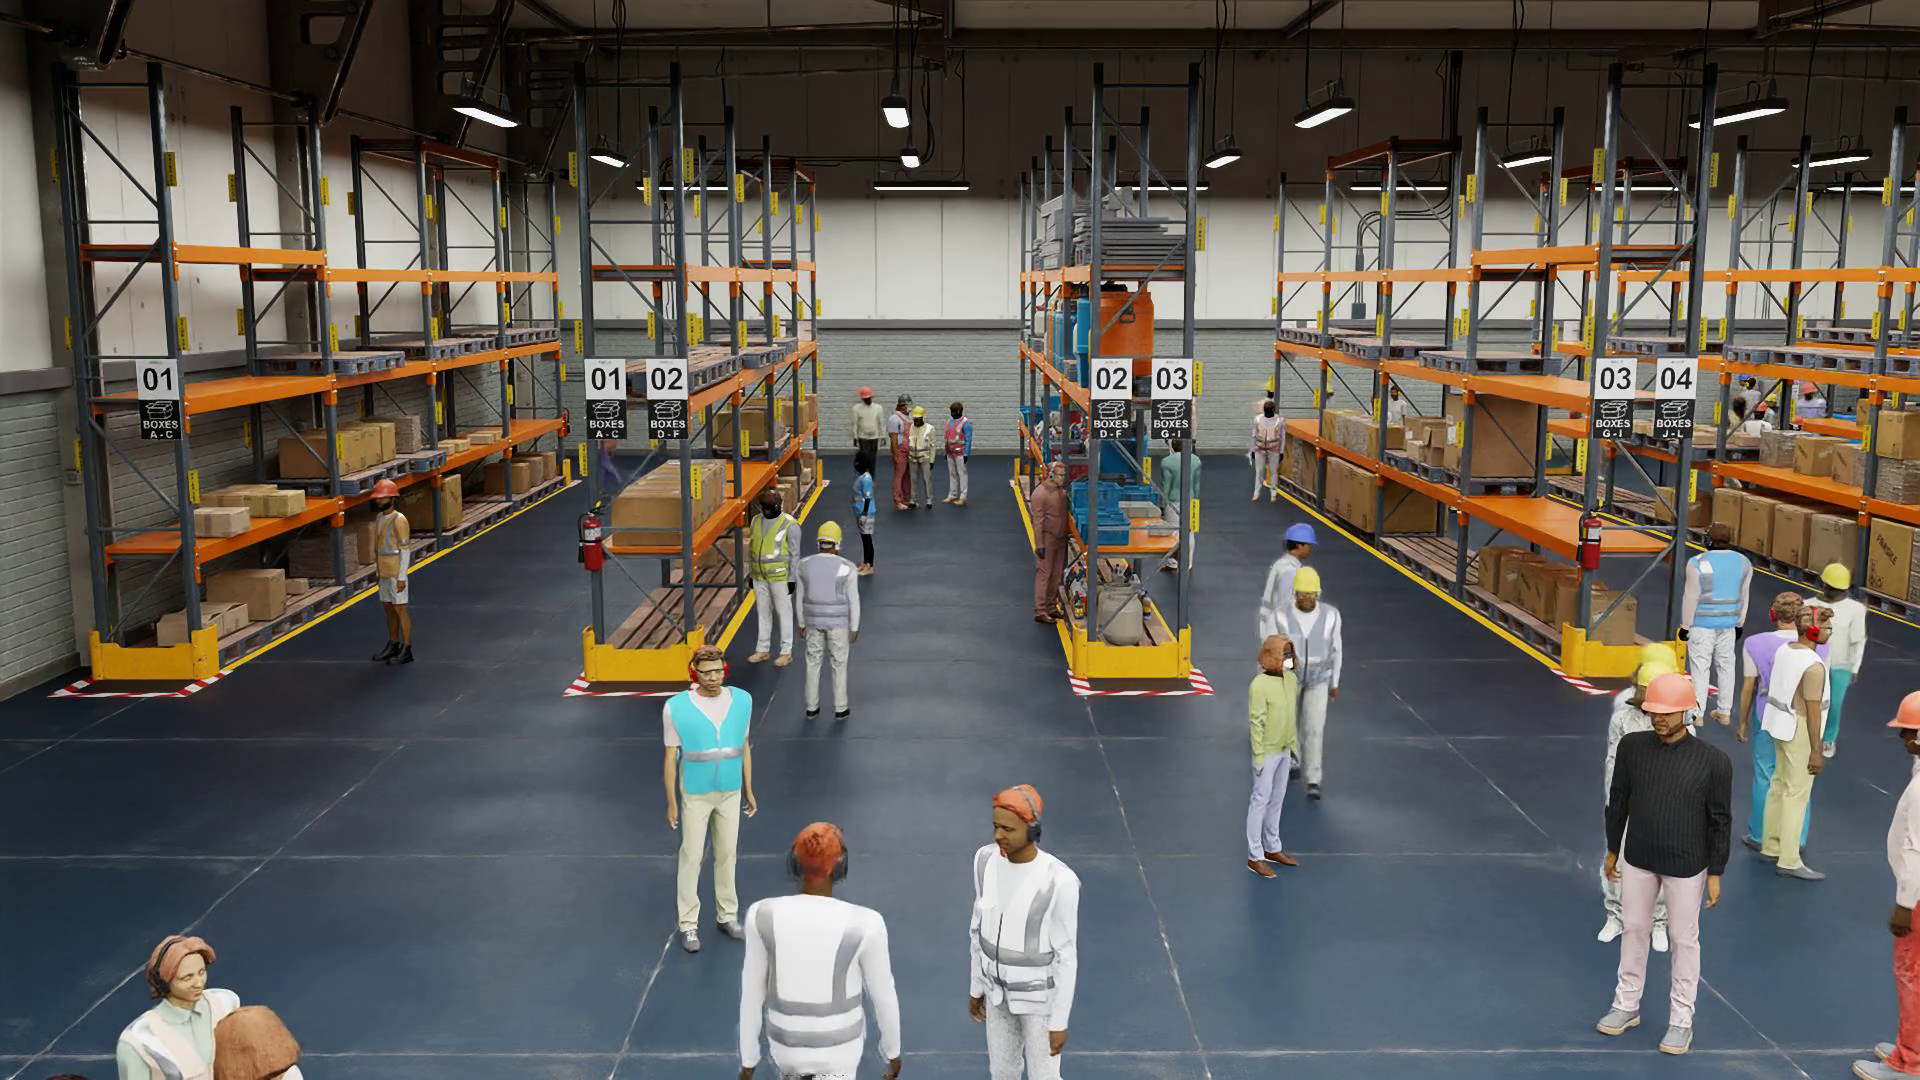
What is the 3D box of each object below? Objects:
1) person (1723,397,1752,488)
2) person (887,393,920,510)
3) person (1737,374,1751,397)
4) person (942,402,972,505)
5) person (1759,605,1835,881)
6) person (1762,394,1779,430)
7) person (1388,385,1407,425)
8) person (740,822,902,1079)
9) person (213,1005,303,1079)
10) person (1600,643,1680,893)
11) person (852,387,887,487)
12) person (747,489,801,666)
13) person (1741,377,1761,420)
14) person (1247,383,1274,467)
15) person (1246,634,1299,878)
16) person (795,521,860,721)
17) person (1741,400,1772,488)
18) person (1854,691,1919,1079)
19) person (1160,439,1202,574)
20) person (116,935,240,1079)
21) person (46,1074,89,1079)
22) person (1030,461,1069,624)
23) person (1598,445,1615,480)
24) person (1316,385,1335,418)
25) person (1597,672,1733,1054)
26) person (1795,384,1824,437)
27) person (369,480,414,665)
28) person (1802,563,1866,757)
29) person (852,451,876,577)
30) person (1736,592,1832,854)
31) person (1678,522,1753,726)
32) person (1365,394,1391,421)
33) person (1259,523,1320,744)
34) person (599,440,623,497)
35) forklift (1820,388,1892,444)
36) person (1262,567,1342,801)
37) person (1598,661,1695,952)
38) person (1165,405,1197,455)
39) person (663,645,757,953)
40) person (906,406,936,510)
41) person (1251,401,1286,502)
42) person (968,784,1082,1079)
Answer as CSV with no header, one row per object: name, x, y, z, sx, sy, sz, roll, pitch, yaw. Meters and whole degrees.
person,14.858,-1.851,31.852,0.622,1.801,0.941,-3,9,-18
person,-0.929,-1.556,29.153,0.538,2.000,0.684,5,10,31
person,17.657,-2.802,37.465,0.405,1.946,0.612,3,9,17
person,-0.061,-1.545,29.735,0.429,1.841,0.621,-7,11,-39
person,5.601,1.339,11.156,0.373,1.843,0.572,1,9,4
person,16.309,-2.089,33.582,0.322,1.731,0.490,0,9,-1
person,8.987,-2.270,34.354,0.332,1.859,0.510,-7,11,-39
person,-0.532,2.021,6.755,0.611,1.839,0.944,2,9,12
person,-2.271,2.326,5.530,0.299,1.626,0.499,-1,9,-4
person,4.343,1.491,10.534,0.522,1.732,0.391,-3,9,-16
person,-1.742,-1.981,32.145,0.634,1.955,0.572,-3,9,-17
person,-1.957,0.386,17.310,0.625,1.841,0.429,5,10,29
person,17.535,-2.691,37.001,0.515,1.872,0.328,-3,9,-17
person,6.464,-2.413,35.138,0.771,1.895,0.600,5,10,32
person,2.121,1.435,11.217,0.282,1.633,0.500,8,12,41
person,-1.195,0.738,15.108,0.595,1.826,0.403,2,9,11
person,13.740,-1.435,28.691,0.350,1.942,0.545,-6,11,-36
person,4.757,1.724,8.250,0.411,1.983,0.616,8,12,41
person,2.989,-0.503,22.709,0.634,1.939,0.367,-5,10,-27
person,-2.816,2.230,6.082,0.314,1.641,0.515,4,10,25
person,-2.322,2.335,4.514,0.595,1.917,0.373,3,9,19
person,1.085,0.023,19.480,0.400,1.898,0.650,6,11,33
person,12.853,-1.976,33.206,0.584,1.607,0.534,-4,10,-24
person,8.105,-2.606,37.023,0.560,1.707,0.551,-6,11,-35
person,3.644,1.658,8.628,0.621,1.992,0.397,9,12,44
person,17.516,-2.274,34.323,0.637,1.889,0.456,3,9,17
person,-5.947,0.334,17.323,0.552,1.936,0.362,8,12,43
person,7.135,1.014,13.689,0.512,1.711,0.886,4,10,24
person,-1.308,-0.356,22.532,0.320,1.698,0.531,-2,9,-10
person,5.714,1.279,11.568,0.564,1.837,0.394,2,9,13
person,6.750,0.752,14.942,0.633,1.842,0.429,-1,9,-10
person,7.747,-1.789,31.017,0.546,1.928,0.390,0,9,3
person,2.838,0.801,14.383,0.589,1.913,0.609,0,9,0
person,-6.515,-1.774,30.731,0.466,1.988,0.667,-4,10,-24
forklift,20.072,-3.110,36.462,1.873,2.768,1.129,0,9,0
person,2.655,1.096,12.920,0.612,1.777,0.940,1,9,8
person,4.100,1.578,9.942,0.487,1.746,0.289,5,10,29
person,4.332,-2.026,32.626,0.638,1.903,0.408,2,9,16
person,-1.506,1.521,9.983,0.570,1.843,0.372,-6,10,-32
person,-0.707,-1.418,28.986,0.586,1.823,0.404,3,9,20
person,5.570,-1.602,30.111,0.622,1.838,0.429,3,9,20
person,0.265,1.952,7.099,0.575,1.879,0.354,9,12,44
